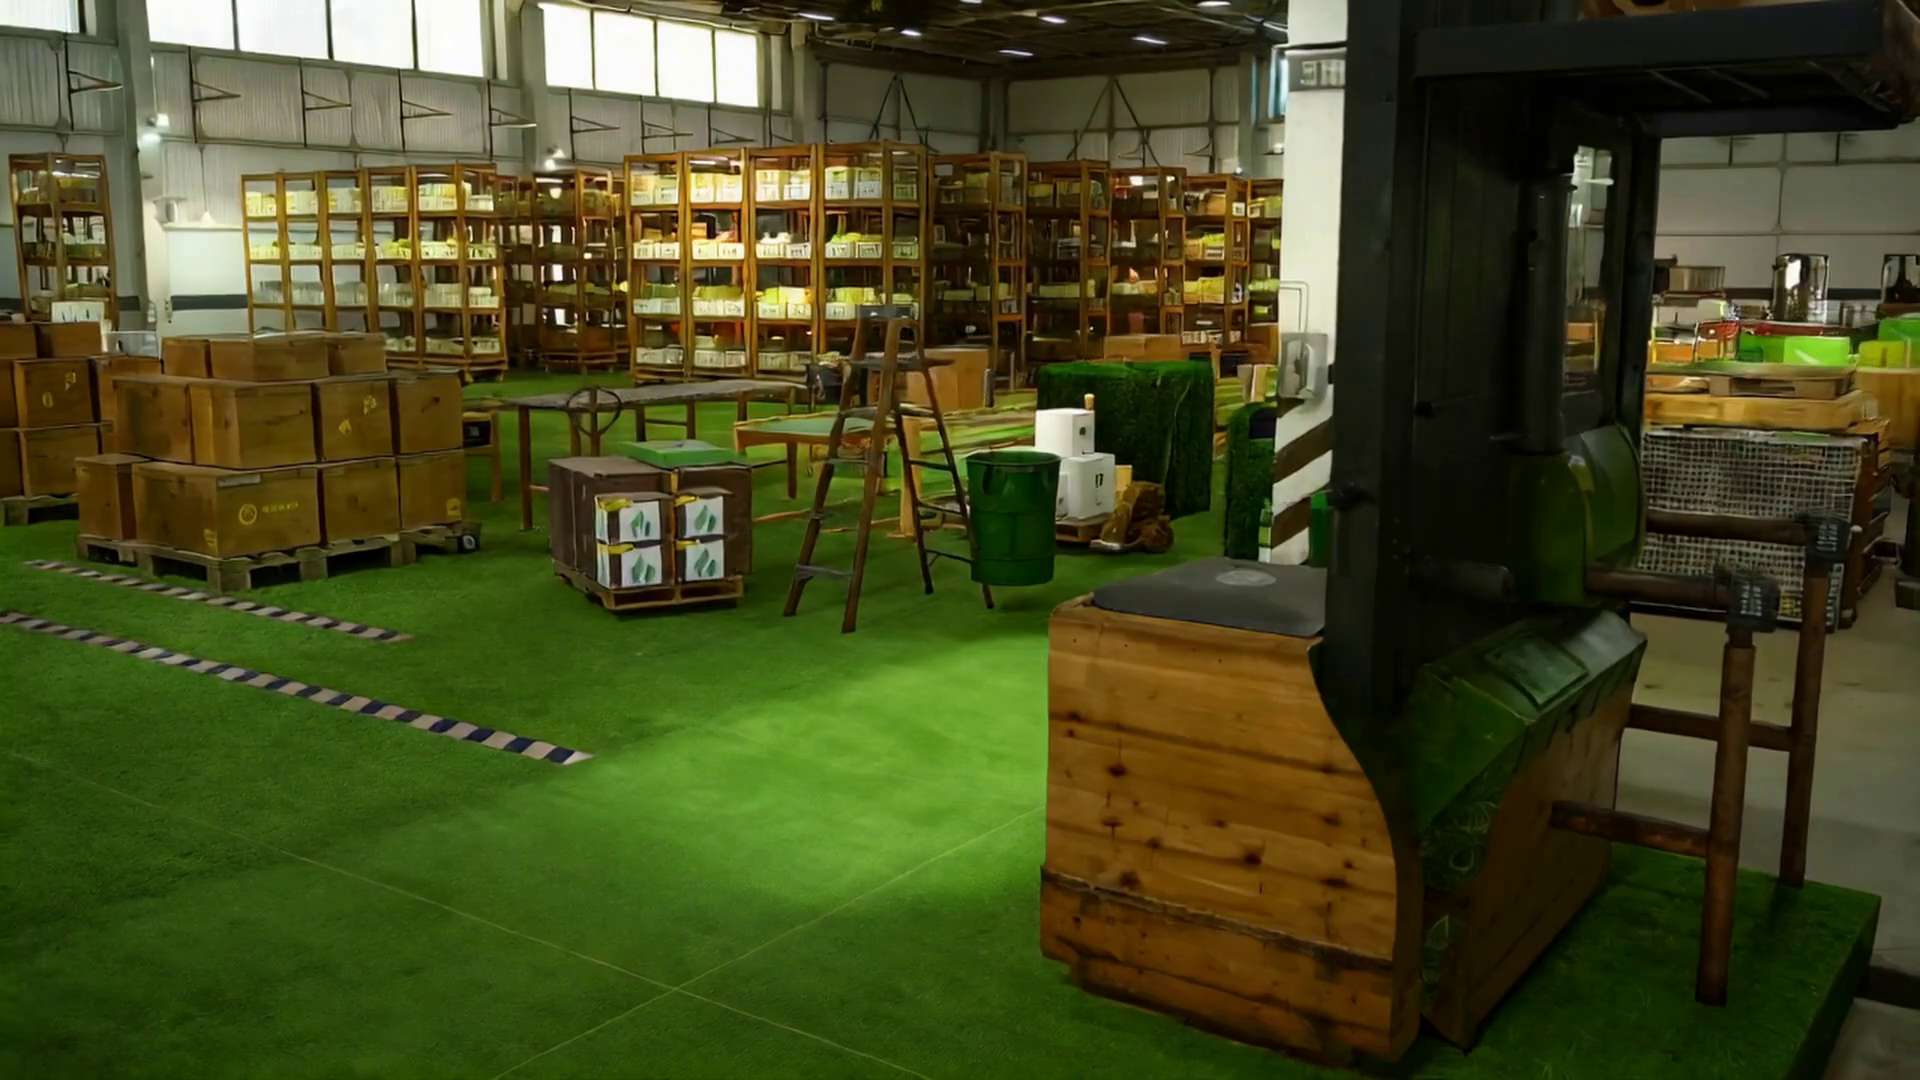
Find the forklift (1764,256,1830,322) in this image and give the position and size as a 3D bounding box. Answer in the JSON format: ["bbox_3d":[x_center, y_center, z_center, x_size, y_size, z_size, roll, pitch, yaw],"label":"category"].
[{"bbox_3d":[20.253,-5.854,40.139,1.157,1.987,2.680,7,12,35],"label":"forklift"}]

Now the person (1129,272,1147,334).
[{"bbox_3d":[3.475,-4.336,32.538,0.617,1.806,0.632,-9,13,-42],"label":"person"}]

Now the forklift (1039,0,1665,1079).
[{"bbox_3d":[1.249,-0.137,4.360,1.873,2.768,1.129,7,12,35],"label":"forklift"}]

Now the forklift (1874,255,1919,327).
[{"bbox_3d":[22.089,-5.634,38.796,1.157,1.987,2.680,6,11,33],"label":"forklift"}]

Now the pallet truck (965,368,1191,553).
[{"bbox_3d":[0.845,-0.609,11.869,1.630,1.274,0.653,7,12,35],"label":"pallet truck"}]

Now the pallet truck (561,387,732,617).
[{"bbox_3d":[-1.981,-0.274,10.088,0.680,1.201,1.601,-5,11,-28],"label":"pallet truck"}]

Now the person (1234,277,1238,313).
[{"bbox_3d":[7.391,-6.490,45.262,0.563,1.847,0.388,-7,12,-35],"label":"person"}]

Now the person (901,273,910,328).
[{"bbox_3d":[-1.309,-5.035,36.211,0.700,1.976,0.555,-2,10,-10],"label":"person"}]
